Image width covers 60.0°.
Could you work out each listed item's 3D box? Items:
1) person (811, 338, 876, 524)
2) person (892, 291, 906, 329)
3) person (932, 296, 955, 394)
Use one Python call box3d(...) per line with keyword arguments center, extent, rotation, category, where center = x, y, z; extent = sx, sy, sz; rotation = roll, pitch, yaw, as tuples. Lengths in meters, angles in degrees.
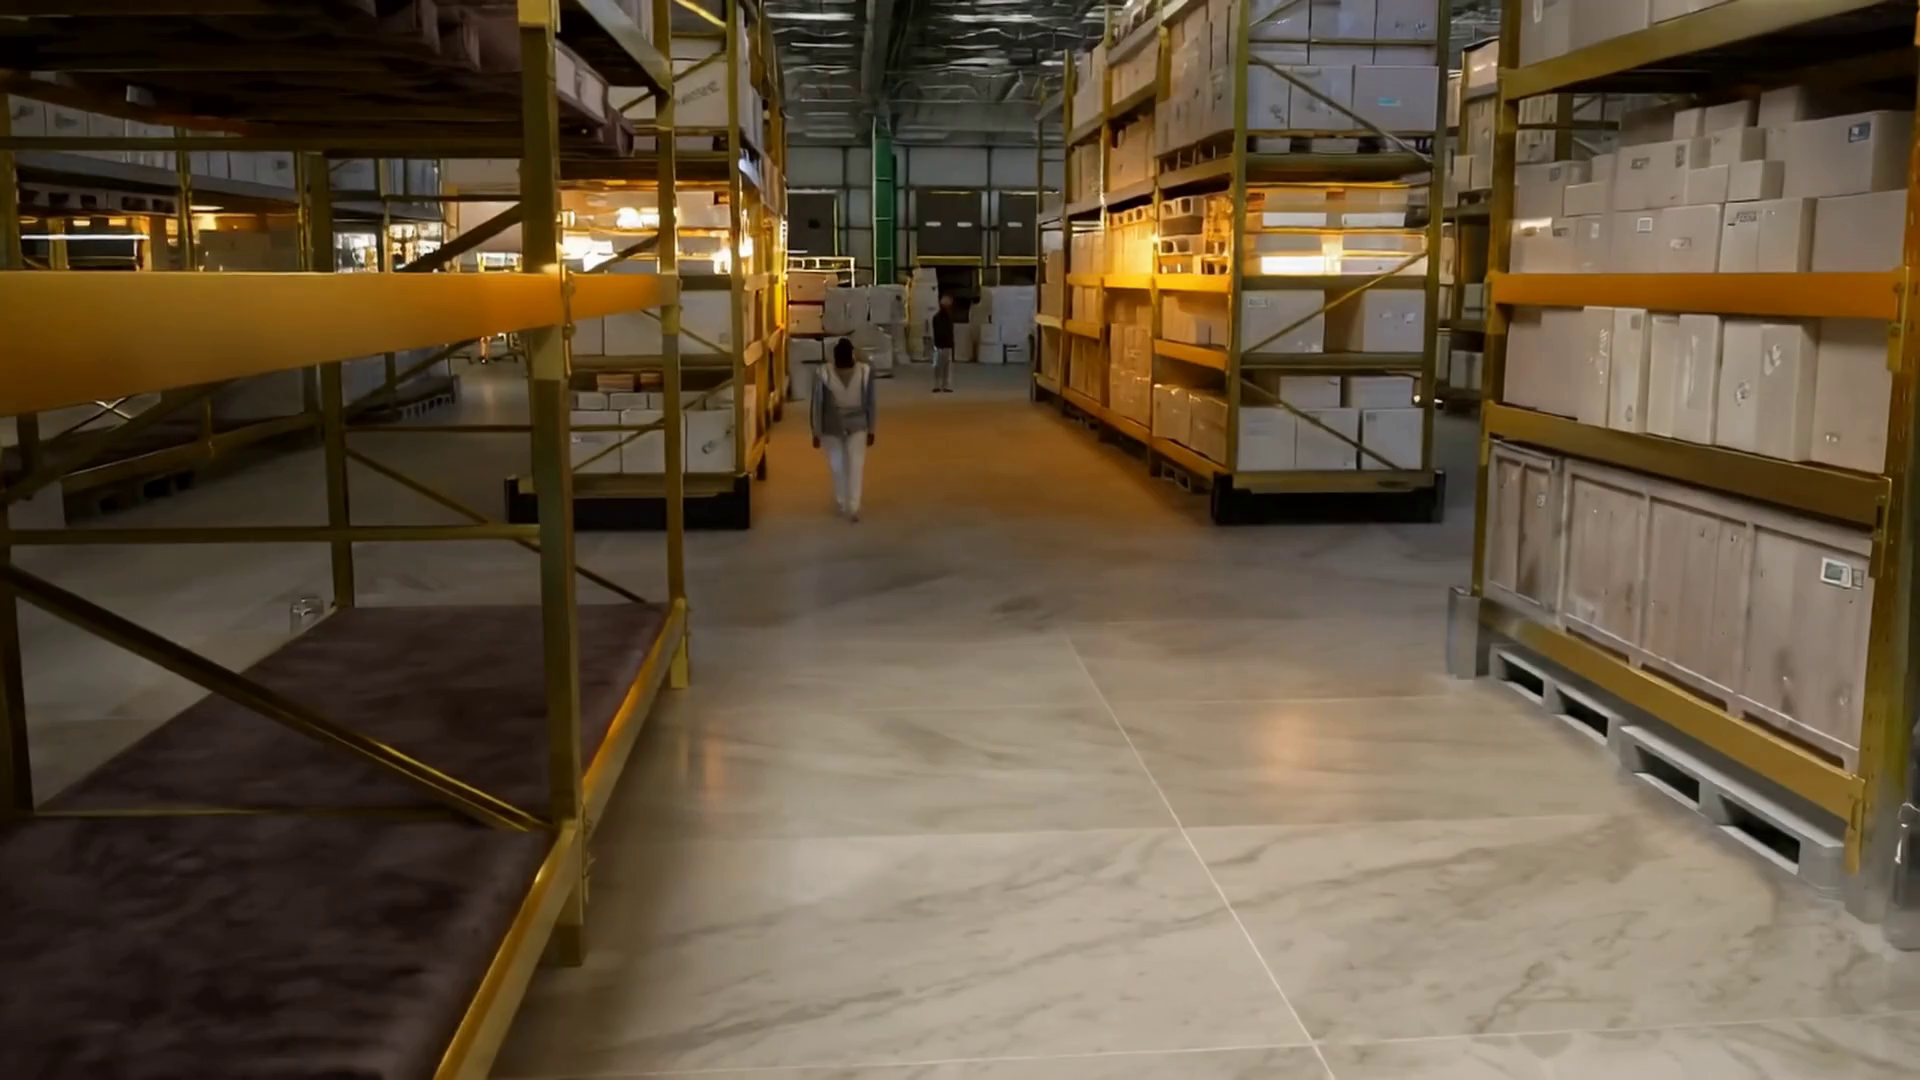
box3d(center=(-1.150, -1.093, 16.397), extent=(0.641, 1.798, 0.963), rotation=(-1, 9, -6), category="person")
box3d(center=(-1.819, -6.629, 50.740), extent=(0.430, 1.925, 0.662), rotation=(4, 10, 25), category="person")
box3d(center=(-0.323, -3.976, 33.897), extent=(0.393, 1.985, 0.610), rotation=(7, 11, 37), category="person")
